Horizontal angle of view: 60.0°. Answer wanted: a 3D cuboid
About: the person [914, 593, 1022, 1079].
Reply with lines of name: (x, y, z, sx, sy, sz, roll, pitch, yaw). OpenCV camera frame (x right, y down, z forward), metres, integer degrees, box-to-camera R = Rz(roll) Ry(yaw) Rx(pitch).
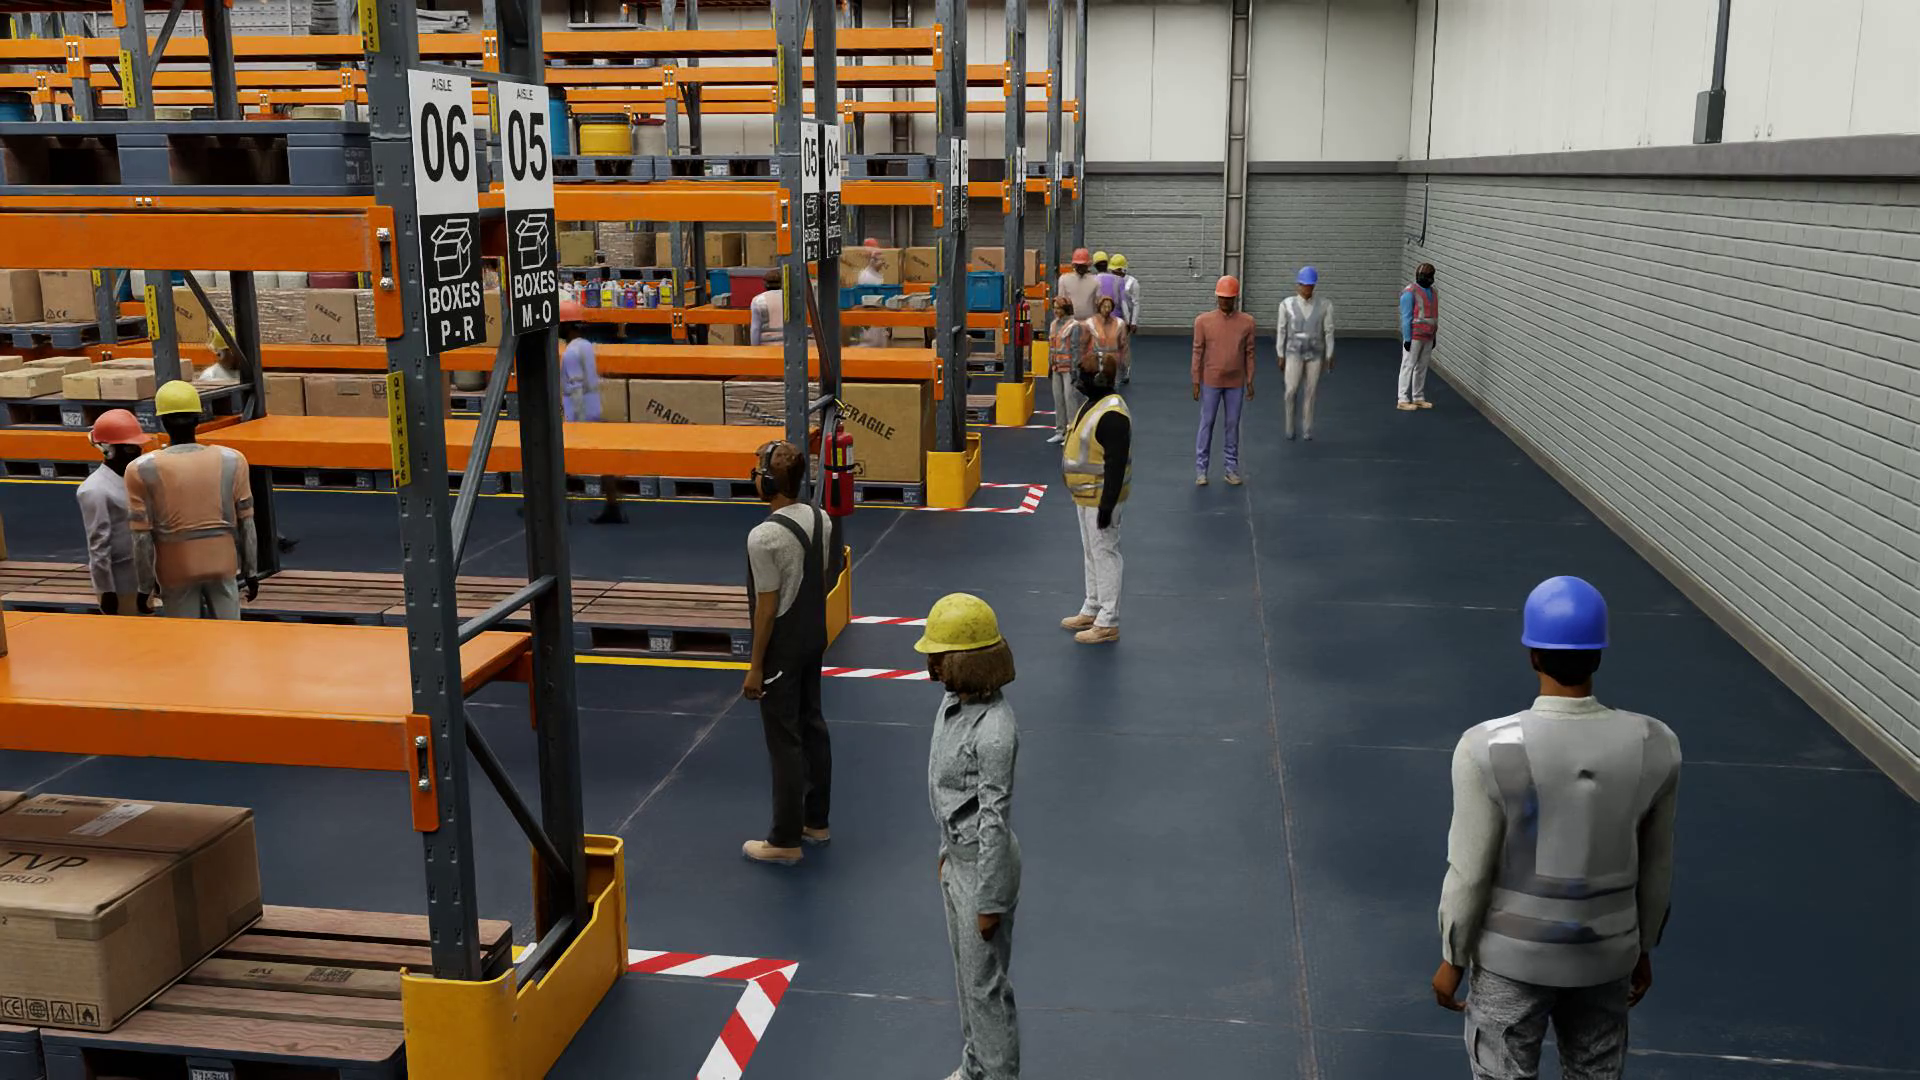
person: (0.020, 1.003, 5.052, 0.319, 1.737, 0.486, -3, 13, -13)

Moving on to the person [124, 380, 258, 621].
person: (-3.883, 0.152, 8.451, 0.594, 1.922, 0.385, -10, 16, -37)

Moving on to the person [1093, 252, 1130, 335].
person: (2.004, -3.031, 22.983, 0.647, 1.853, 0.993, -1, 13, -3)

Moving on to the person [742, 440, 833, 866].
person: (-0.748, 0.482, 7.141, 0.345, 1.846, 0.508, 7, 14, 27)

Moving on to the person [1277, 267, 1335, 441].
person: (3.807, -2.034, 18.311, 0.618, 1.924, 0.535, 1, 13, 6)

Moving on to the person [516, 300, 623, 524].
person: (-3.304, -1.054, 13.966, 0.950, 1.893, 0.556, 2, 13, 8)

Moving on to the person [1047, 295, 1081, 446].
person: (1.143, -1.850, 18.167, 0.313, 1.628, 0.523, -7, 15, -30)

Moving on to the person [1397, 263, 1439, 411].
person: (5.763, -2.542, 20.835, 0.624, 1.835, 0.431, -10, 16, -38)

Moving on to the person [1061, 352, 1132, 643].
person: (0.860, -0.272, 10.554, 0.430, 1.845, 0.619, -2, 13, -8)

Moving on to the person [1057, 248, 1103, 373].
person: (1.610, -2.934, 22.279, 0.652, 1.962, 0.743, 0, 12, -1)

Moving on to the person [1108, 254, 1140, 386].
person: (2.206, -3.066, 23.217, 0.589, 1.821, 0.404, 8, 15, 33)

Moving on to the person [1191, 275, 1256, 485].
person: (2.507, -1.510, 15.799, 0.614, 1.990, 0.392, -1, 13, -4)

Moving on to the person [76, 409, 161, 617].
person: (-4.329, 0.184, 8.693, 0.341, 1.752, 0.563, 0, 12, -1)

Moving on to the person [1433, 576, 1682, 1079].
person: (1.533, 1.052, 4.339, 0.609, 1.943, 0.402, -1, 13, -6)

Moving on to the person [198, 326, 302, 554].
person: (-5.637, -0.786, 13.011, 0.934, 1.788, 0.586, 2, 13, 10)

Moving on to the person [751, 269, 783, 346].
person: (-2.148, -2.223, 19.374, 0.622, 1.839, 0.429, -6, 14, -24)

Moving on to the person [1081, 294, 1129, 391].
person: (1.607, -1.903, 18.422, 0.517, 1.623, 0.380, -3, 13, -12)
